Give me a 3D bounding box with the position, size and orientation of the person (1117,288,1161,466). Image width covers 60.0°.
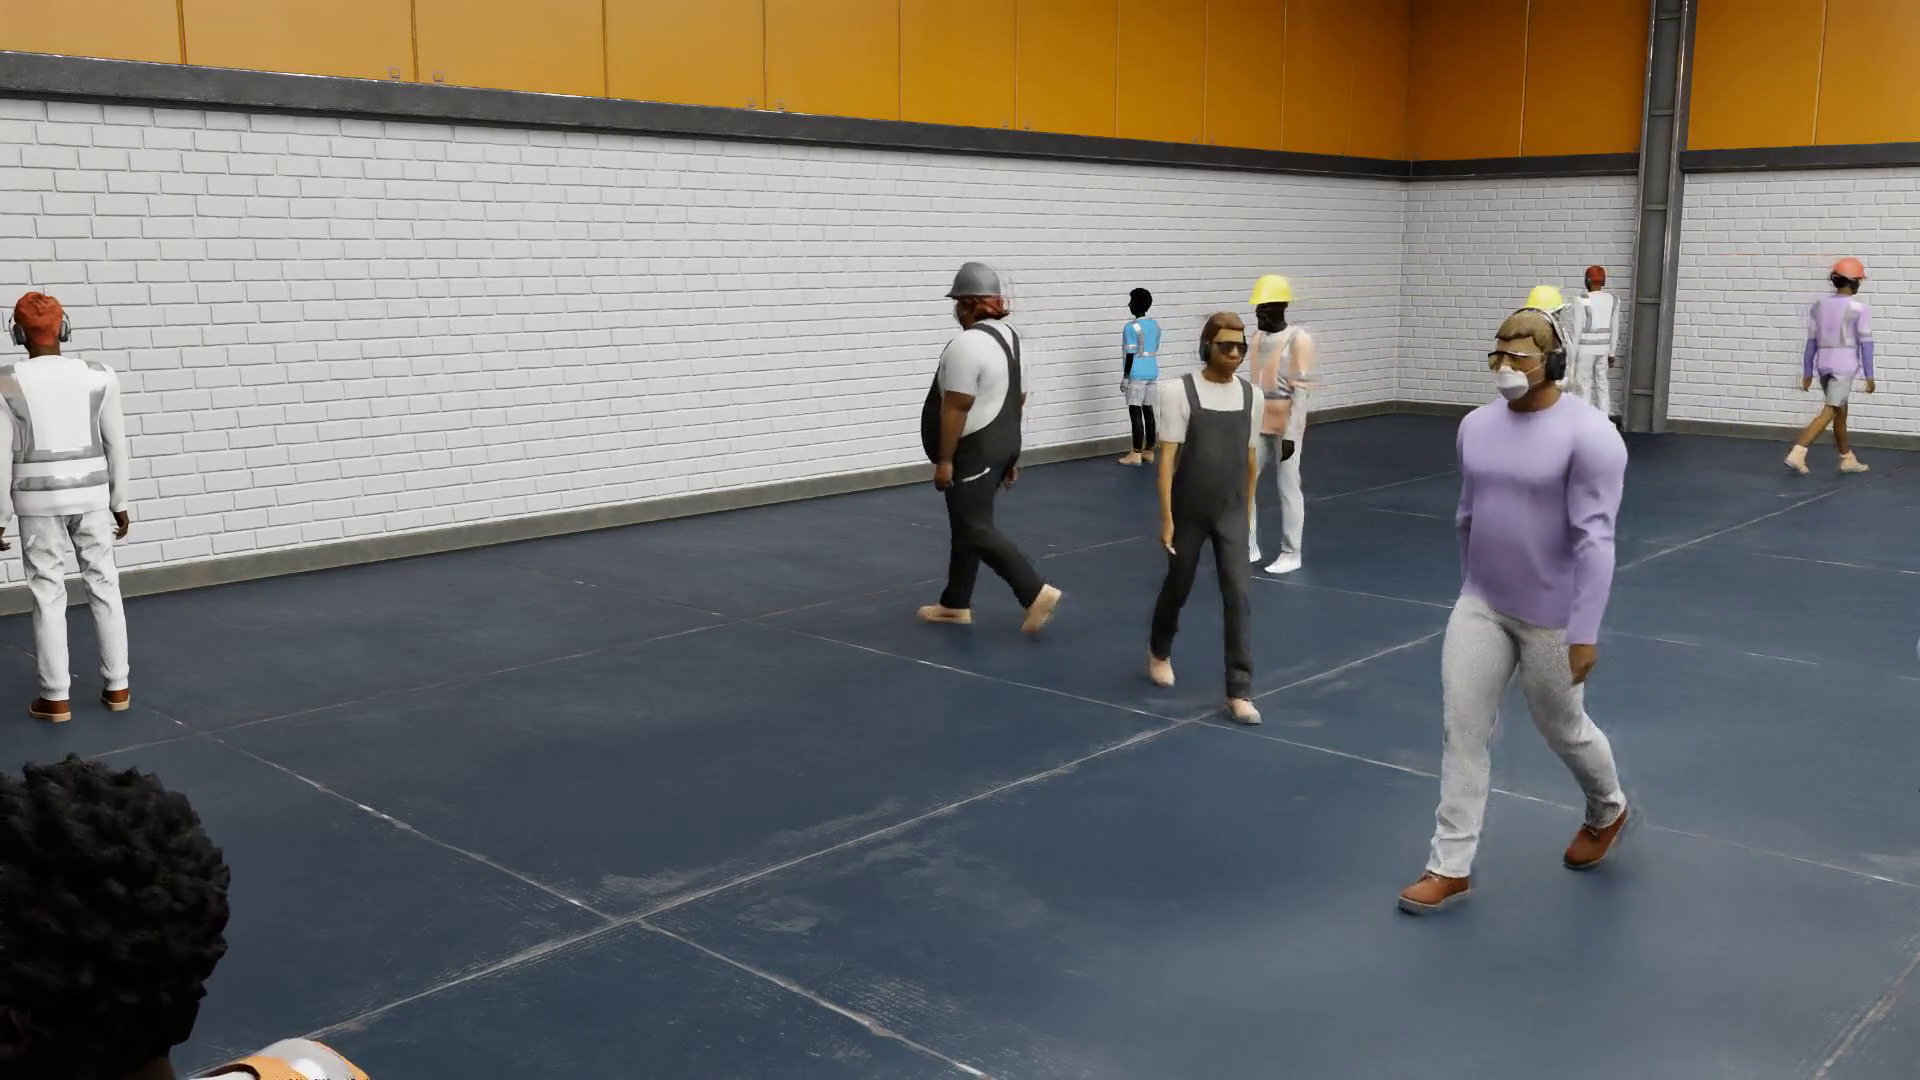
[{"bbox_3d":[1.718,-1.559,15.938,0.318,1.697,0.536,8,12,37],"label":"person"}]

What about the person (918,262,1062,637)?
[{"bbox_3d":[0.161,-0.500,8.929,0.862,2.000,0.677,4,11,23],"label":"person"}]

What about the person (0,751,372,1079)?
[{"bbox_3d":[-0.647,1.002,1.377,0.319,1.693,0.537,3,10,18],"label":"person"}]

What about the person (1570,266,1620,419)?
[{"bbox_3d":[6.900,-2.042,18.152,0.585,1.882,0.337,-3,10,-15],"label":"person"}]

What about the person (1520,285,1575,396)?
[{"bbox_3d":[4.145,-0.893,11.807,0.438,1.814,0.610,3,10,18],"label":"person"}]

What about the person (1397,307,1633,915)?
[{"bbox_3d":[1.843,0.208,5.310,0.983,1.905,0.638,-6,12,-33],"label":"person"}]

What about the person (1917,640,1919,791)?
[{"bbox_3d":[3.777,0.130,6.168,0.402,1.744,0.522,2,10,13],"label":"person"}]

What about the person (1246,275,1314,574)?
[{"bbox_3d":[1.944,-0.710,10.517,0.674,1.904,0.591,-6,12,-32],"label":"person"}]

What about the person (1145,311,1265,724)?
[{"bbox_3d":[1.100,-0.136,7.542,0.525,1.812,0.926,-2,10,-11],"label":"person"}]

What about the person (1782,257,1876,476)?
[{"bbox_3d":[7.990,-1.575,15.208,1.046,2.007,0.620,-3,10,-18],"label":"person"}]

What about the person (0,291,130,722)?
[{"bbox_3d":[-3.964,-0.143,7.332,0.574,1.887,0.355,-9,14,-42],"label":"person"}]
